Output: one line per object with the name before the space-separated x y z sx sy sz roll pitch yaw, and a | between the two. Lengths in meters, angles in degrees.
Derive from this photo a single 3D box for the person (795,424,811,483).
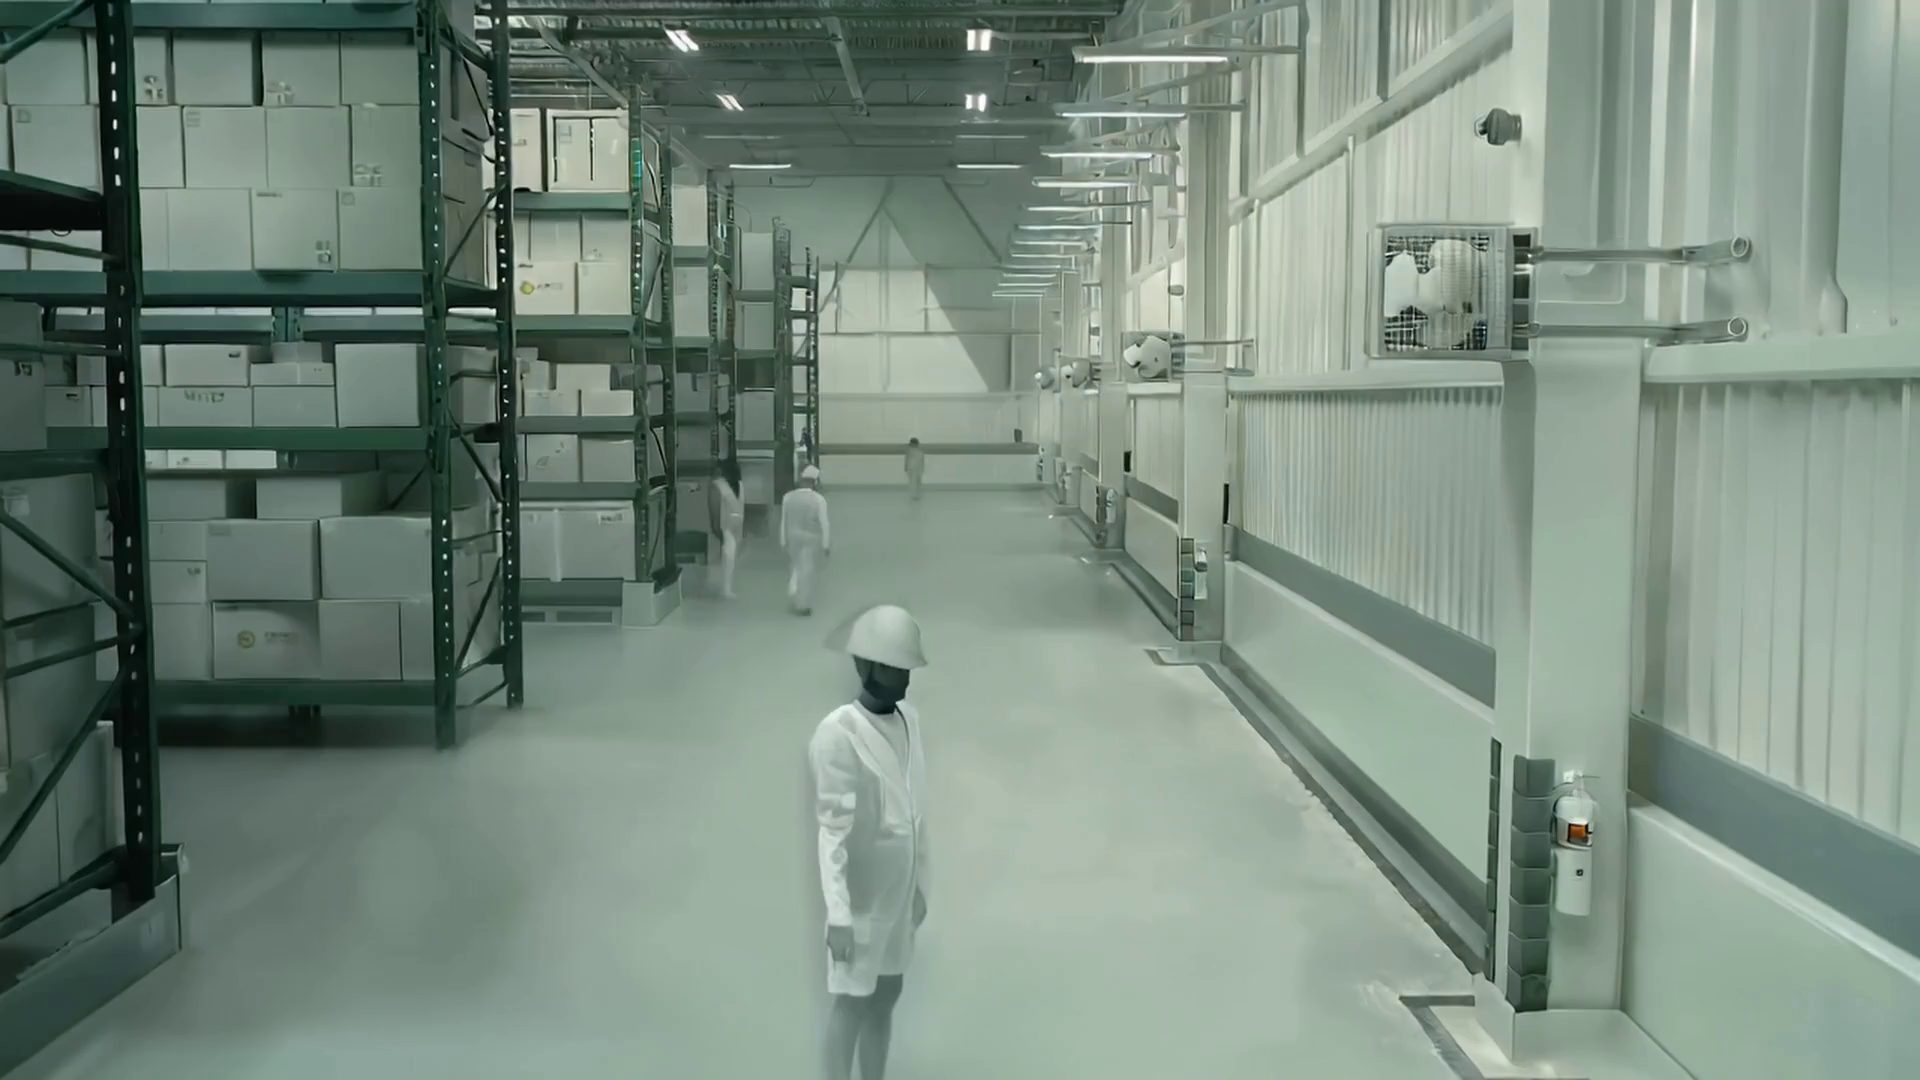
person | -4.157 -2.126 44.252 0.425 1.924 0.559 4 6 36

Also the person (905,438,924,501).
person | -1.144 -1.813 42.385 0.508 1.606 0.794 1 5 7

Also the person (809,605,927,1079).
person | -0.267 1.179 5.622 0.369 1.933 0.551 3 6 28

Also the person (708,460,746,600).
person | -2.976 -0.116 21.430 0.501 1.814 0.654 3 6 32

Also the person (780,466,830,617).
person | -1.829 0.026 19.858 0.615 1.795 0.464 2 5 25
